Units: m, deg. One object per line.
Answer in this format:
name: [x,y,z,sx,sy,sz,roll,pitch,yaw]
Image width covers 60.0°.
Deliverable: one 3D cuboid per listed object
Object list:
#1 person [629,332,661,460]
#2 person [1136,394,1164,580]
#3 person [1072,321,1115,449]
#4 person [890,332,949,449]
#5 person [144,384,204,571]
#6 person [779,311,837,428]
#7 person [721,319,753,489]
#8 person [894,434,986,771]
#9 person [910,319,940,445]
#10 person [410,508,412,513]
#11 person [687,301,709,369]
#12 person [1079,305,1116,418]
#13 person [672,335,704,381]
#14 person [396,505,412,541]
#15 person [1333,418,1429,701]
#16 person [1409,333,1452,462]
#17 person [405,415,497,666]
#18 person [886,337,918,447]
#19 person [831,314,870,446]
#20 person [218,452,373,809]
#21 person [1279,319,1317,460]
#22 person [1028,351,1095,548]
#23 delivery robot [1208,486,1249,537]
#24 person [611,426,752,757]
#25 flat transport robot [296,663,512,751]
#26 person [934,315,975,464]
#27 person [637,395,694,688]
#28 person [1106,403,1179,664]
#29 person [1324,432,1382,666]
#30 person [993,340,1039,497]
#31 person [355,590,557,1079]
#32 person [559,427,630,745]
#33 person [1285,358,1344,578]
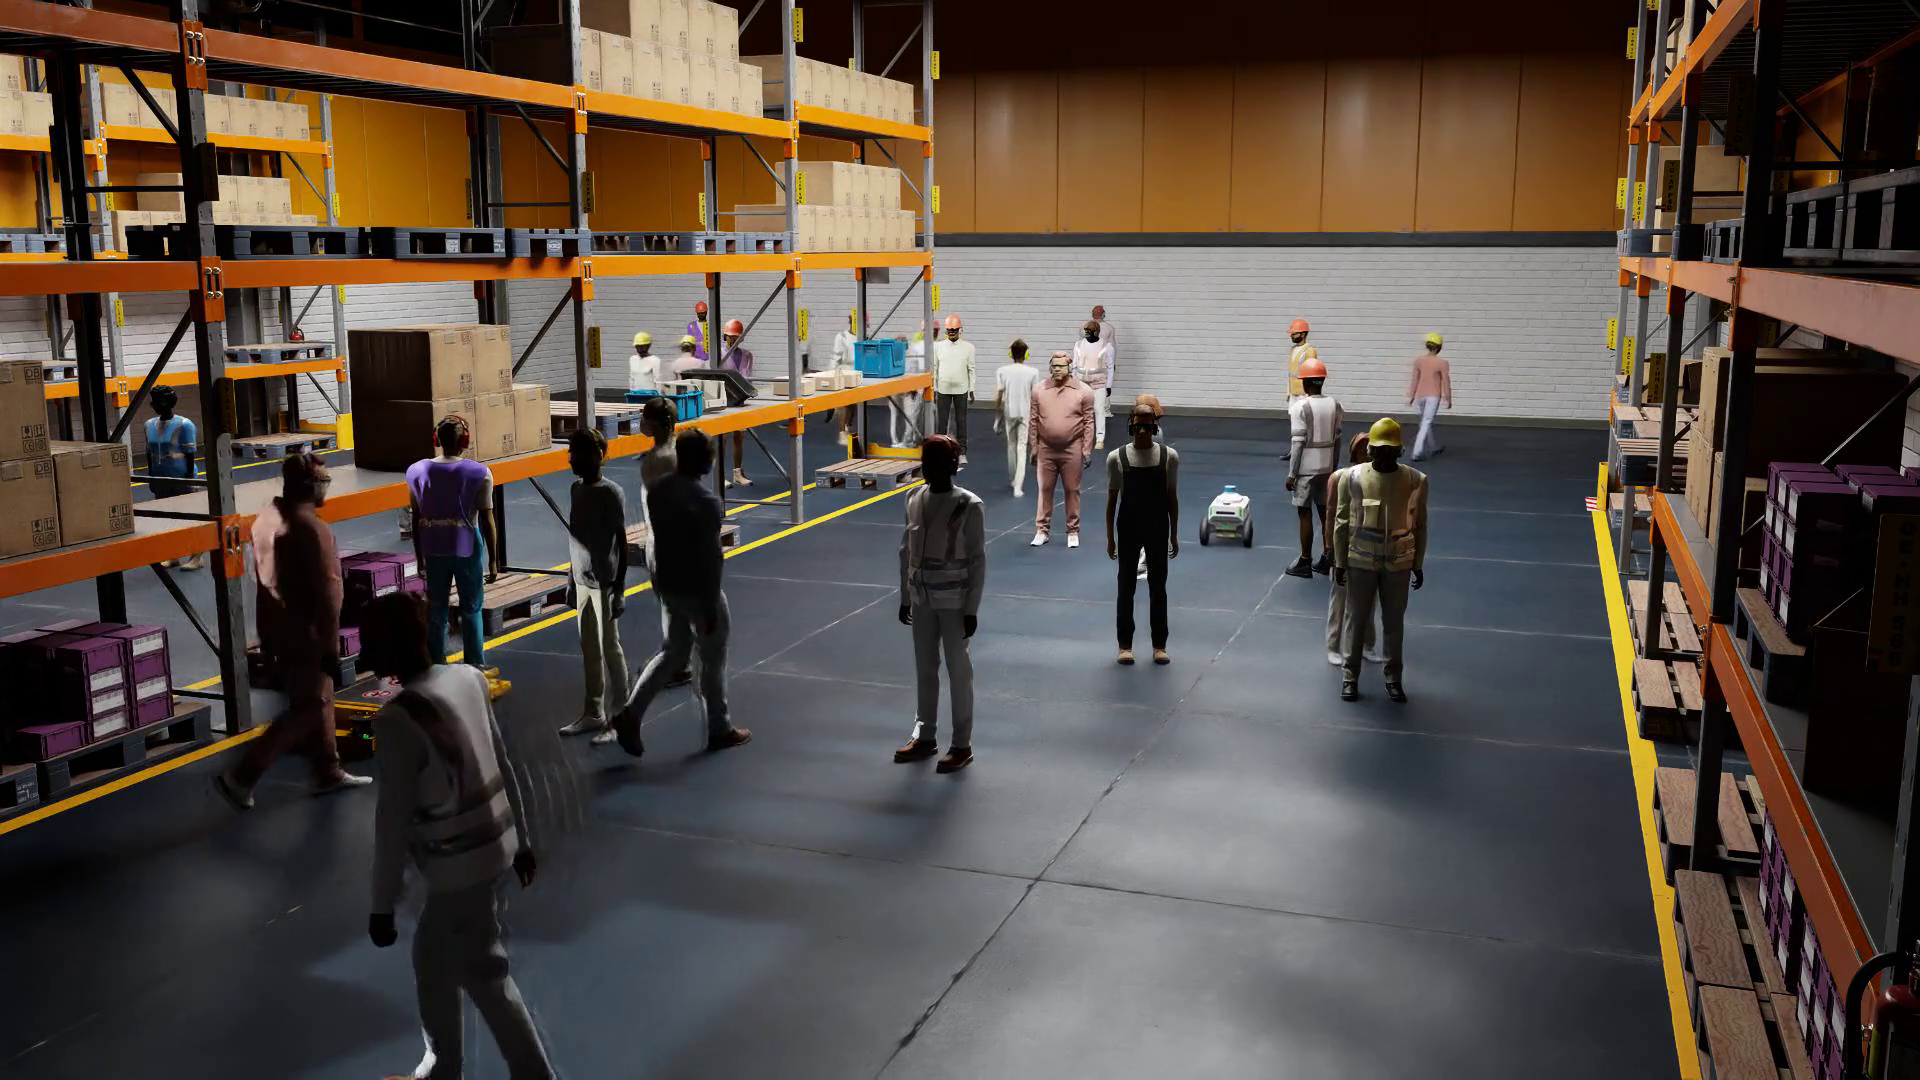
person: [-4.276,-1.929,22.478,0.553,1.746,0.486,5,11,25]
person: [1.642,-0.467,14.591,0.285,1.633,0.501,-2,10,-12]
person: [1.897,-2.219,23.890,0.624,1.841,0.430,5,11,25]
person: [-0.520,-2.112,23.693,0.882,1.689,0.472,0,10,-1]
person: [-7.078,-0.557,14.956,0.530,1.685,0.323,3,10,15]
person: [-2.445,-2.751,26.644,0.861,1.936,0.619,-4,11,-20]
person: [-2.730,-1.645,20.095,0.605,2.038,0.394,-9,13,-41]
person: [-0.118,0.345,9.320,0.575,1.884,0.355,8,13,38]
person: [-0.338,-2.161,23.383,0.577,1.895,0.845,6,12,29]
person: [-6.007,-1.260,18.234,0.383,1.928,0.588,-4,11,-24]
person: [-4.510,-3.215,29.216,0.553,1.935,0.361,-1,10,-5]
person: [2.344,-3.019,28.198,0.638,1.909,0.408,3,11,18]
person: [-3.585,-1.858,22.150,0.544,1.723,0.764,5,11,28]
person: [-5.423,-0.954,16.482,0.629,1.940,0.379,1,10,4]
person: [2.697,0.129,10.681,0.590,1.833,0.404,1,10,5]
person: [6.443,-1.942,22.622,0.906,1.716,0.548,-8,13,-38]
person: [-3.274,0.114,10.756,0.561,1.836,0.378,0,10,2]
person: [-0.853,-2.169,24.315,0.518,1.591,0.865,-2,10,-10]
person: [-1.628,-2.385,24.470,0.682,1.983,0.680,-8,13,-39]
person: [-3.468,0.486,8.575,0.793,1.874,0.683,-10,14,-44]
person: [4.559,-2.004,22.396,0.378,1.936,0.548,-4,11,-20]
person: [0.971,-0.875,16.122,0.643,1.910,0.400,3,10,14]
delivery robot: [2.650,-0.290,16.374,0.477,0.478,0.707,3,11,15]
person: [-1.587,0.311,9.438,0.642,1.915,0.821,9,14,42]
flat transport robot: [-3.448,0.985,10.253,0.652,0.197,1.431,3,11,18]
person: [-0.098,-2.011,22.277,0.608,1.995,0.377,0,10,1]
person: [-1.960,0.007,11.067,0.372,1.940,0.631,-4,11,-22]
person: [1.273,-0.039,11.629,0.510,1.840,0.337,0,10,1]
person: [2.786,0.059,11.617,0.522,1.638,0.310,-2,10,-11]
person: [0.687,-1.438,19.586,0.552,1.807,1.000,2,10,11]
person: [-1.668,1.059,5.395,0.825,1.839,0.597,1,10,6]
person: [-2.160,0.266,9.803,0.532,1.871,0.321,9,13,41]
person: [3.099,-0.634,14.690,0.552,1.932,0.377,-5,11,-28]
